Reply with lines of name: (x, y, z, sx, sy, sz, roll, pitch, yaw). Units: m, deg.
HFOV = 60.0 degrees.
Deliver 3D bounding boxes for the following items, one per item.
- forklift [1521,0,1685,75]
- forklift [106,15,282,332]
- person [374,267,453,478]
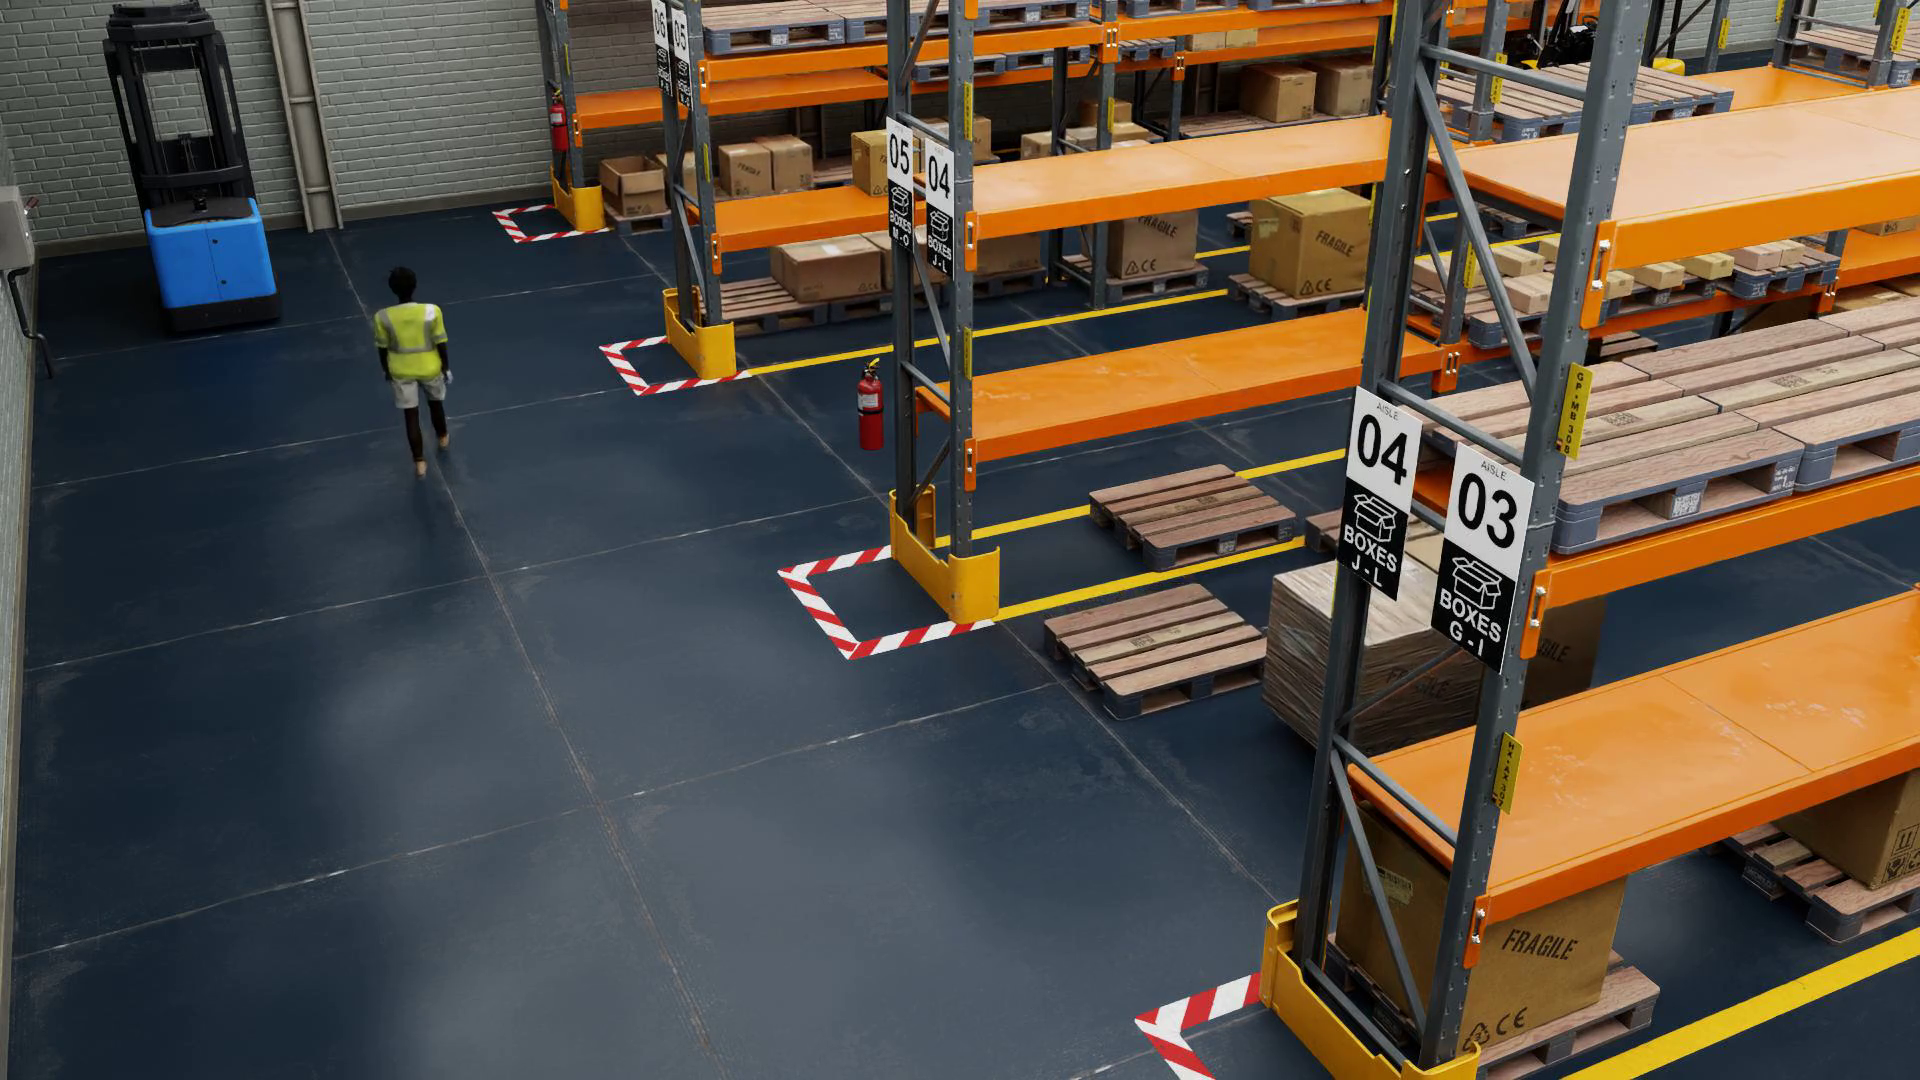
forklift: (8.950, -6.807, 23.056, 1.214, 2.155, 2.313, -12, 30, -22)
forklift: (-7.548, -3.672, 16.323, 1.129, 2.768, 1.873, -12, 30, -22)
person: (-4.331, -1.380, 13.236, 0.546, 1.656, 0.785, -8, 29, -15)
